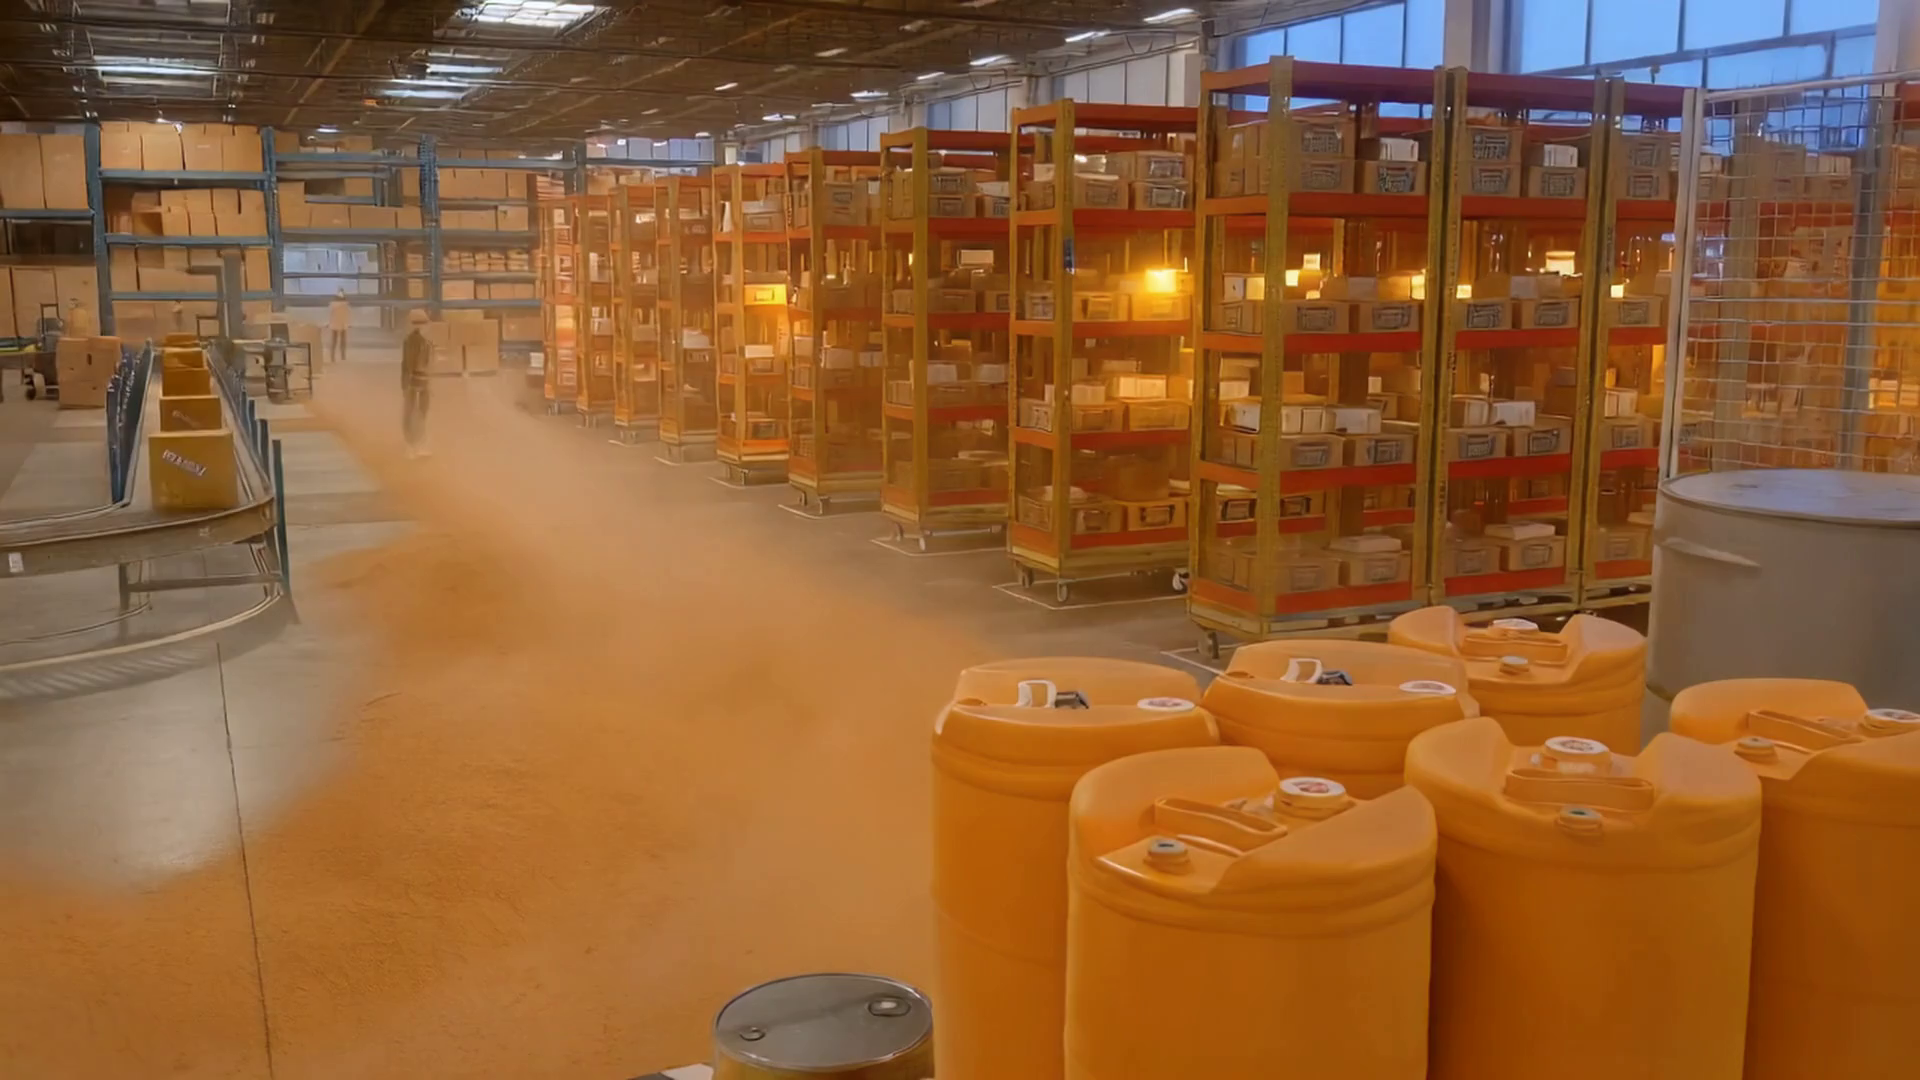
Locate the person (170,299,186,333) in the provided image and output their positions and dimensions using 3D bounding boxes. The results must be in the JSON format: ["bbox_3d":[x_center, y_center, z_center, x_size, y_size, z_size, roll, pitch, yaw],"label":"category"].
[{"bbox_3d":[-19.448,-5.154,41.602,0.831,1.738,0.522,-4,10,-24],"label":"person"}]

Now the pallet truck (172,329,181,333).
[{"bbox_3d":[-17.275,-3.851,35.096,1.601,1.201,0.680,0,9,1],"label":"pallet truck"}]

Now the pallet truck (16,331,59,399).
[{"bbox_3d":[-17.082,-3.353,31.781,1.630,1.274,0.653,-4,10,-25],"label":"pallet truck"}]

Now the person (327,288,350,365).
[{"bbox_3d":[-16.149,-5.545,43.280,0.413,1.983,0.608,9,13,43],"label":"person"}]

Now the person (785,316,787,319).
[{"bbox_3d":[-3.467,-4.213,35.524,0.593,1.819,0.405,-1,9,-5],"label":"person"}]

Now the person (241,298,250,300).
[{"bbox_3d":[-20.245,-6.120,47.360,0.759,1.804,0.627,-3,10,-20],"label":"person"}]

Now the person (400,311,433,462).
[{"bbox_3d":[-6.990,-1.969,21.340,0.388,1.905,0.741,-2,9,-10],"label":"person"}]

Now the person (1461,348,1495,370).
[{"bbox_3d":[5.768,-1.508,18.666,0.584,1.835,0.505,0,9,0],"label":"person"}]

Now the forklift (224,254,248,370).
[{"bbox_3d":[-17.509,-5.499,40.205,1.873,2.768,1.129,-4,10,-25],"label":"forklift"}]

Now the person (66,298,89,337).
[{"bbox_3d":[-20.243,-4.636,38.139,0.404,1.826,0.592,3,10,18],"label":"person"}]
